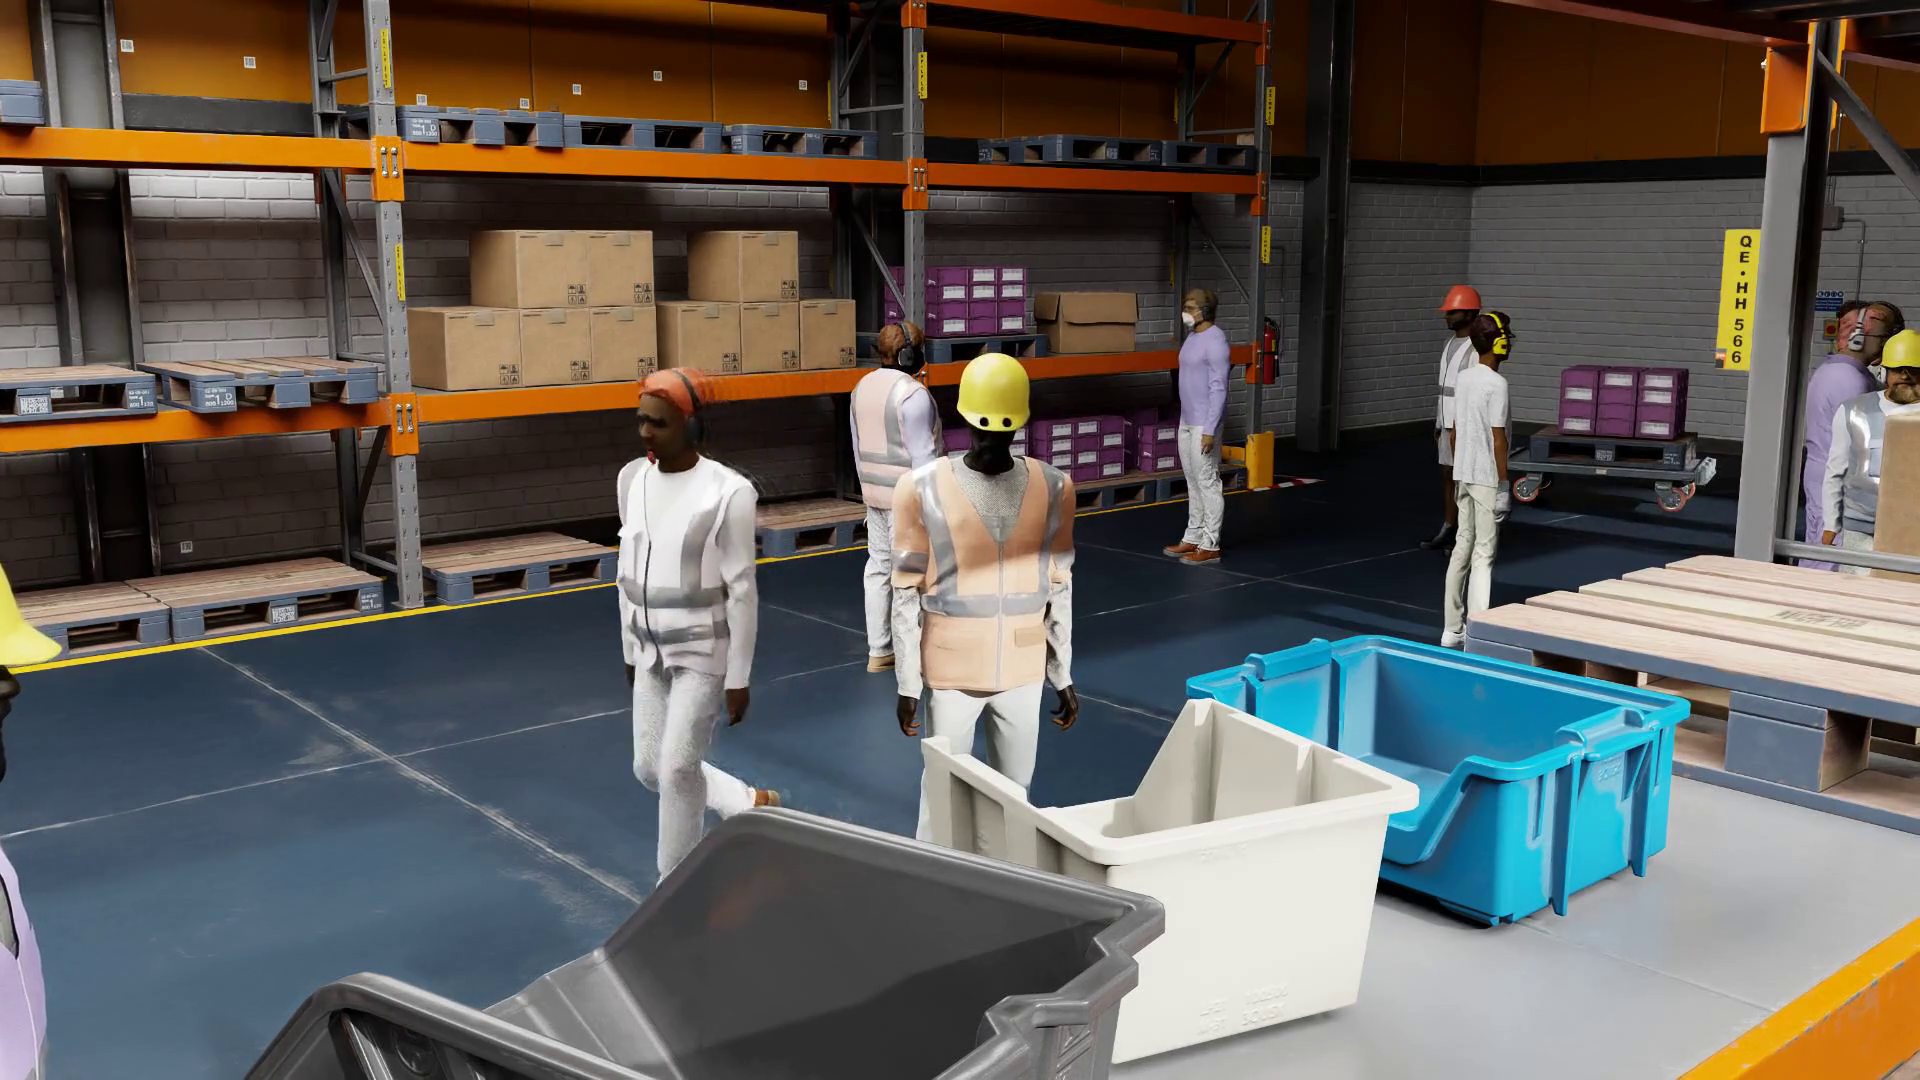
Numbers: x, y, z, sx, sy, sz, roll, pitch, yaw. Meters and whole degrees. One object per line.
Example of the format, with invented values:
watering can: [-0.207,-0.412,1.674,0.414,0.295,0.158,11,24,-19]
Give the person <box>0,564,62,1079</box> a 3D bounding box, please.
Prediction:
person: [-1.285,0.915,2.104,0.394,1.919,0.589,-3,11,-18]

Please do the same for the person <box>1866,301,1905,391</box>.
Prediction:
person: [4.860,-0.306,8.907,0.372,1.934,0.627,-7,12,-34]

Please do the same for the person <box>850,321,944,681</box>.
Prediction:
person: [-0.295,-0.195,8.540,0.429,1.845,0.621,-7,13,-36]

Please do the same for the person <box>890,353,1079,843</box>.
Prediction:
person: [0.085,0.394,5.029,0.585,1.917,0.382,-3,11,-17]

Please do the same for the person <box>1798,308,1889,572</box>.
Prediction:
person: [4.599,-0.245,8.642,0.403,1.904,0.651,3,10,15]

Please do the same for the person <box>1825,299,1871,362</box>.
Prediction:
person: [6.551,-0.846,12.226,0.445,1.828,0.644,-2,10,-10]

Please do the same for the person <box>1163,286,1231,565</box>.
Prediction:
person: [1.680,-0.800,11.656,0.372,1.940,0.632,-2,10,-12]

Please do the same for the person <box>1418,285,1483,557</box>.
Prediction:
person: [3.567,-0.845,11.910,0.369,1.939,0.542,-3,10,-14]

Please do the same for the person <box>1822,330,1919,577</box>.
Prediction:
person: [4.442,-0.084,7.940,0.600,1.831,0.404,4,11,21]

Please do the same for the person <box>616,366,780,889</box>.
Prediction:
person: [-0.834,0.360,5.373,0.585,1.862,0.693,7,13,36]

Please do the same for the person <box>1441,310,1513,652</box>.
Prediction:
person: [2.855,-0.304,9.059,0.325,1.876,0.521,-2,10,-14]
